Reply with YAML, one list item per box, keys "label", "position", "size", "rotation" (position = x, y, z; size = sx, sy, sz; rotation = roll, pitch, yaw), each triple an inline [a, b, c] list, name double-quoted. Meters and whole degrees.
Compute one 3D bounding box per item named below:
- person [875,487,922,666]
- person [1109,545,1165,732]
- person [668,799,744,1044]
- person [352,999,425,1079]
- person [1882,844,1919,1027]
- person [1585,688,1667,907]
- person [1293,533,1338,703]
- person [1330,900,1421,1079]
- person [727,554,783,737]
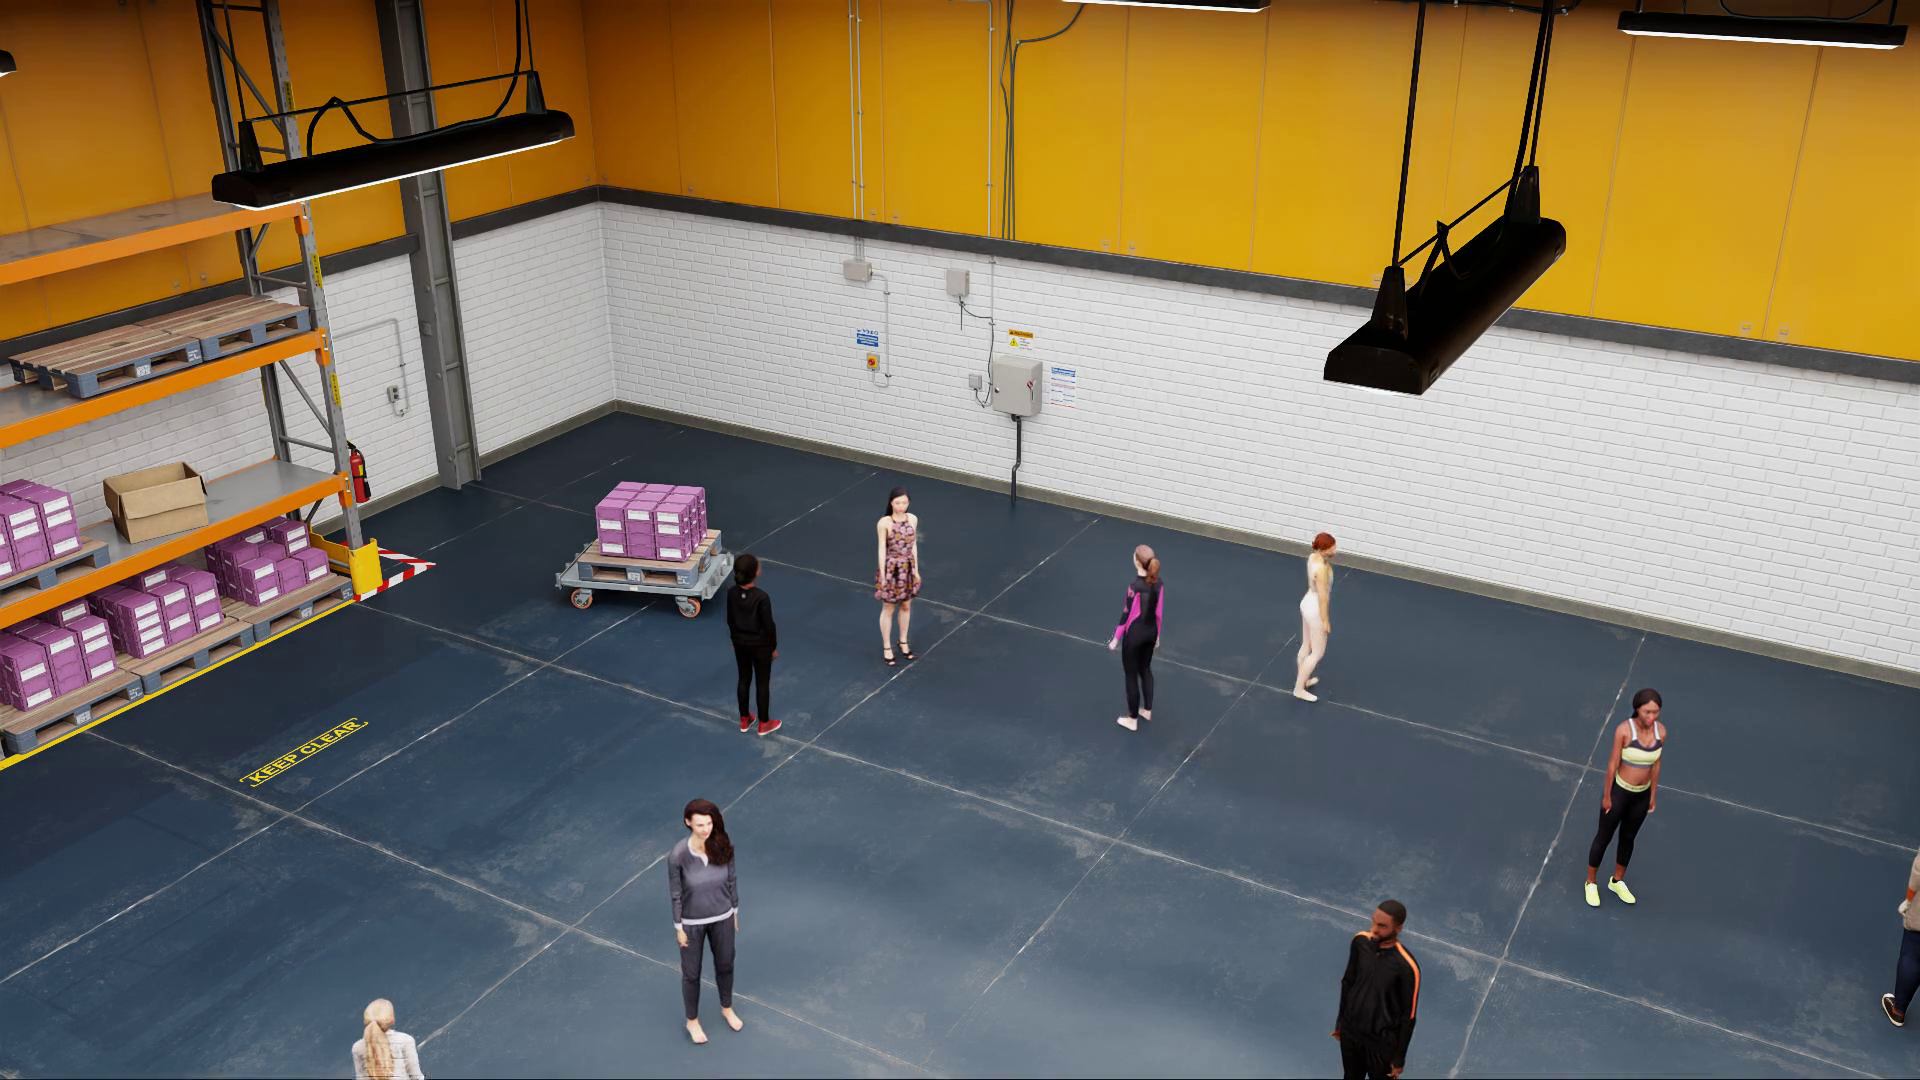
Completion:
- label: "person"
  position: [-0.581, 0.325, 15.582]
  size: [0.762, 1.775, 0.847]
  rotation: [-14, 27, -29]
- label: "person"
  position: [1.572, 0.863, 14.385]
  size: [0.674, 1.748, 0.739]
  rotation: [-17, 29, -34]
- label: "person"
  position: [-1.659, 2.438, 10.756]
  size: [0.626, 1.768, 0.732]
  rotation: [-11, 26, -24]
- label: "person"
  position: [-3.297, 3.220, 9.593]
  size: [0.640, 1.266, 0.699]
  rotation: [-5, 24, -12]
- label: "person"
  position: [6.424, 2.345, 10.798]
  size: [0.721, 1.906, 0.704]
  rotation: [9, 25, 19]
- label: "person"
  position: [4.861, 1.849, 12.121]
  size: [0.644, 1.754, 0.670]
  rotation: [-1, 24, -3]
- label: "person"
  position: [3.213, 0.641, 15.040]
  size: [0.748, 1.629, 0.657]
  rotation: [-8, 25, -18]
- label: "person"
  position: [2.422, 2.869, 9.720]
  size: [0.636, 1.808, 0.686]
  rotation: [-20, 31, -38]
- label: "person"
  position: [-1.797, 0.900, 14.392]
  size: [0.614, 1.673, 0.529]
  rotation: [10, 26, 22]
